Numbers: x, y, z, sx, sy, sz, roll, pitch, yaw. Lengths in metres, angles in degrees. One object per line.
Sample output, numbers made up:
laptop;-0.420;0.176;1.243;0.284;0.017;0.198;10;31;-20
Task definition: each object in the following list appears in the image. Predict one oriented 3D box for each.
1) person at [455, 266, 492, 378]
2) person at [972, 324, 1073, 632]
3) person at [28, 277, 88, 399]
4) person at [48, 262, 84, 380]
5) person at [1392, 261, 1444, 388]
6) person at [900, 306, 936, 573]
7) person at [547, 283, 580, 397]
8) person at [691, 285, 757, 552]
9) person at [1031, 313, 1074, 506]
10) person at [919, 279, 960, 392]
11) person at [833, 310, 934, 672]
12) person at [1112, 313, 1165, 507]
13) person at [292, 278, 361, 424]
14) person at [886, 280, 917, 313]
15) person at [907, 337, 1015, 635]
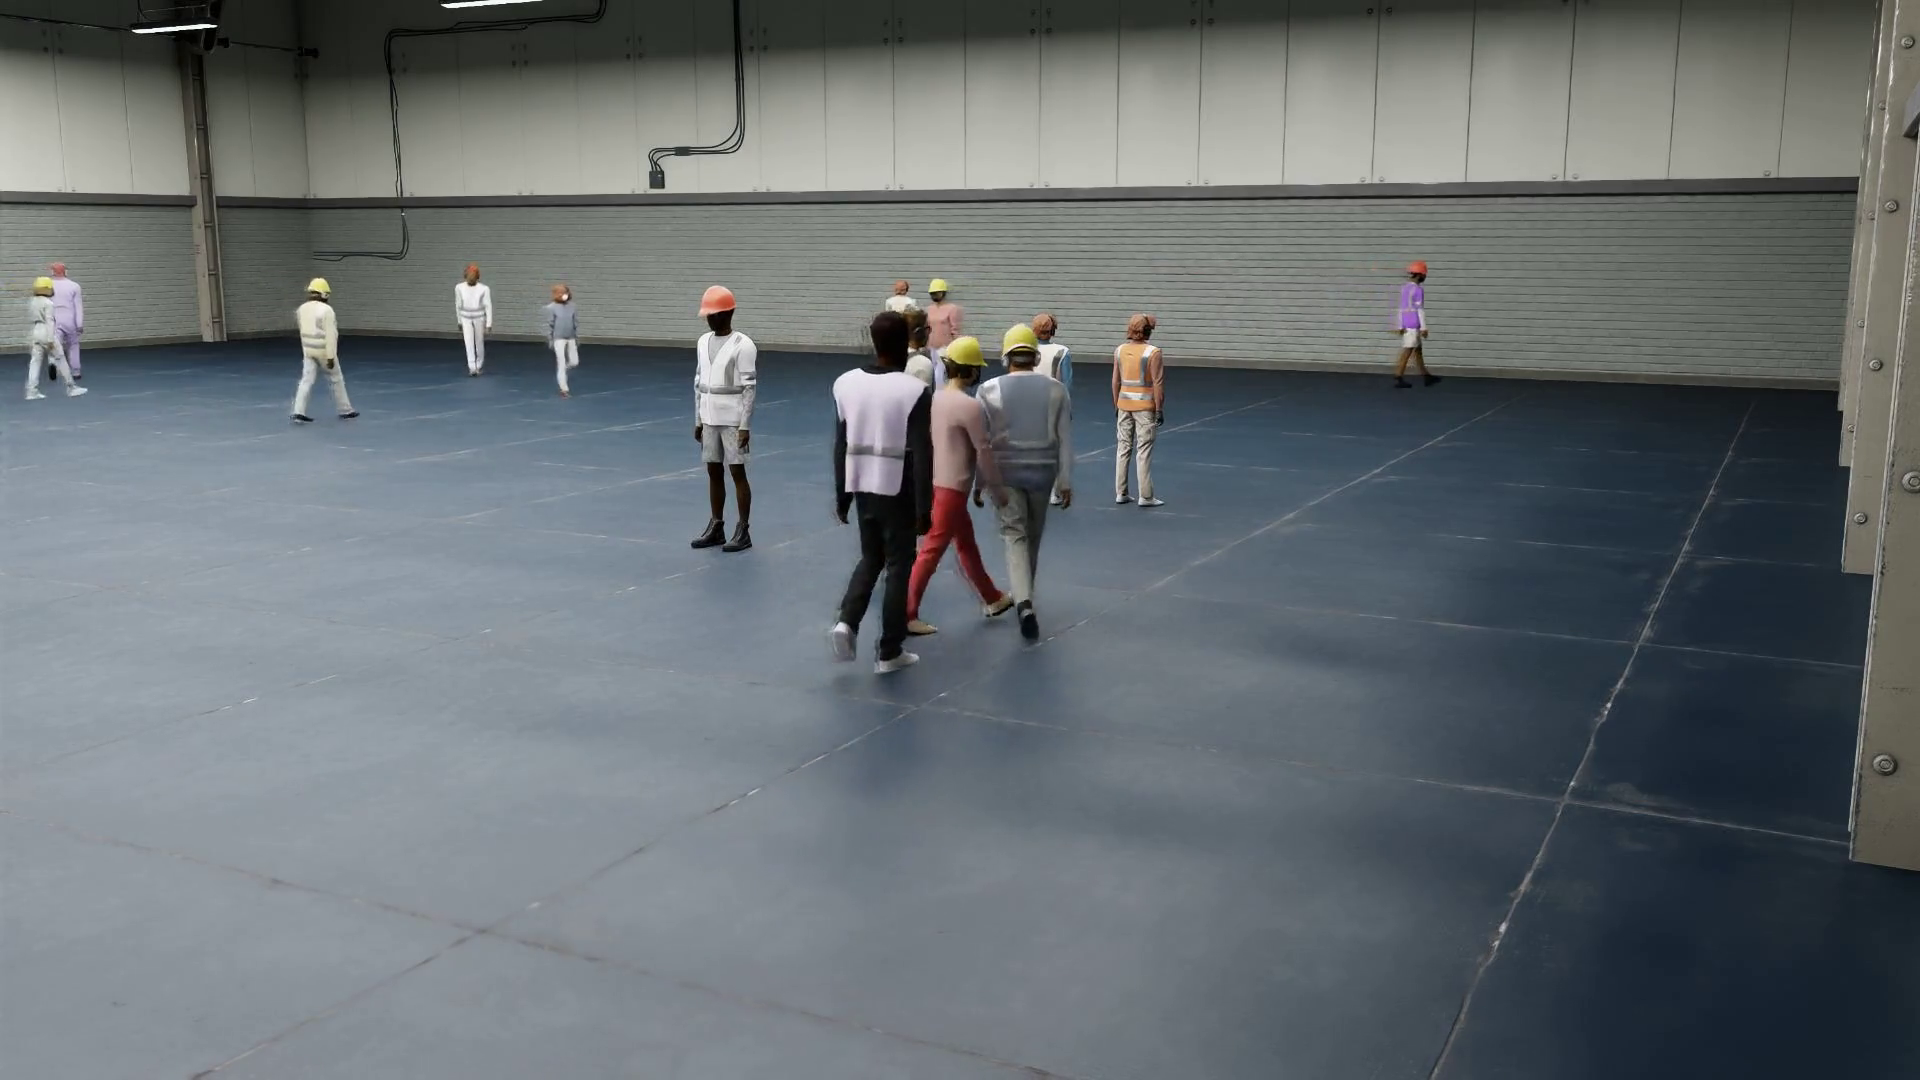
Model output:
person;-7.910;-3.558;27.114;0.581;1.808;1.067;-2;11;-10
person;0.373;-0.376;9.801;0.594;1.789;0.925;-2;11;-11
person;-12.871;-2.860;23.558;0.504;1.706;0.871;5;12;26
person;-14.227;-3.453;26.320;0.652;1.882;0.813;-2;11;-13
person;6.942;-3.234;25.081;0.885;1.895;0.574;-1;10;-6
person;-0.350;-0.637;11.099;0.452;1.827;0.515;-9;14;-40
person;-5.679;-2.851;23.745;0.511;1.622;0.454;-10;14;-42
person;-1.735;-0.881;12.135;0.544;1.936;0.359;7;12;33
person;0.707;-1.105;14.164;0.522;1.639;0.306;3;11;15
person;-0.312;-2.398;20.931;0.543;1.741;0.722;9;14;40
person;-0.404;-0.237;8.695;0.605;1.908;0.487;6;12;31
person;1.515;-1.100;14.143;0.523;1.637;0.311;10;14;44
person;-7.858;-2.312;20.393;0.603;1.777;0.946;5;11;24
person;-0.869;-3.080;24.954;0.522;1.634;0.337;4;11;21
person;0.010;-0.313;9.641;0.948;1.711;0.527;-5;12;-26
